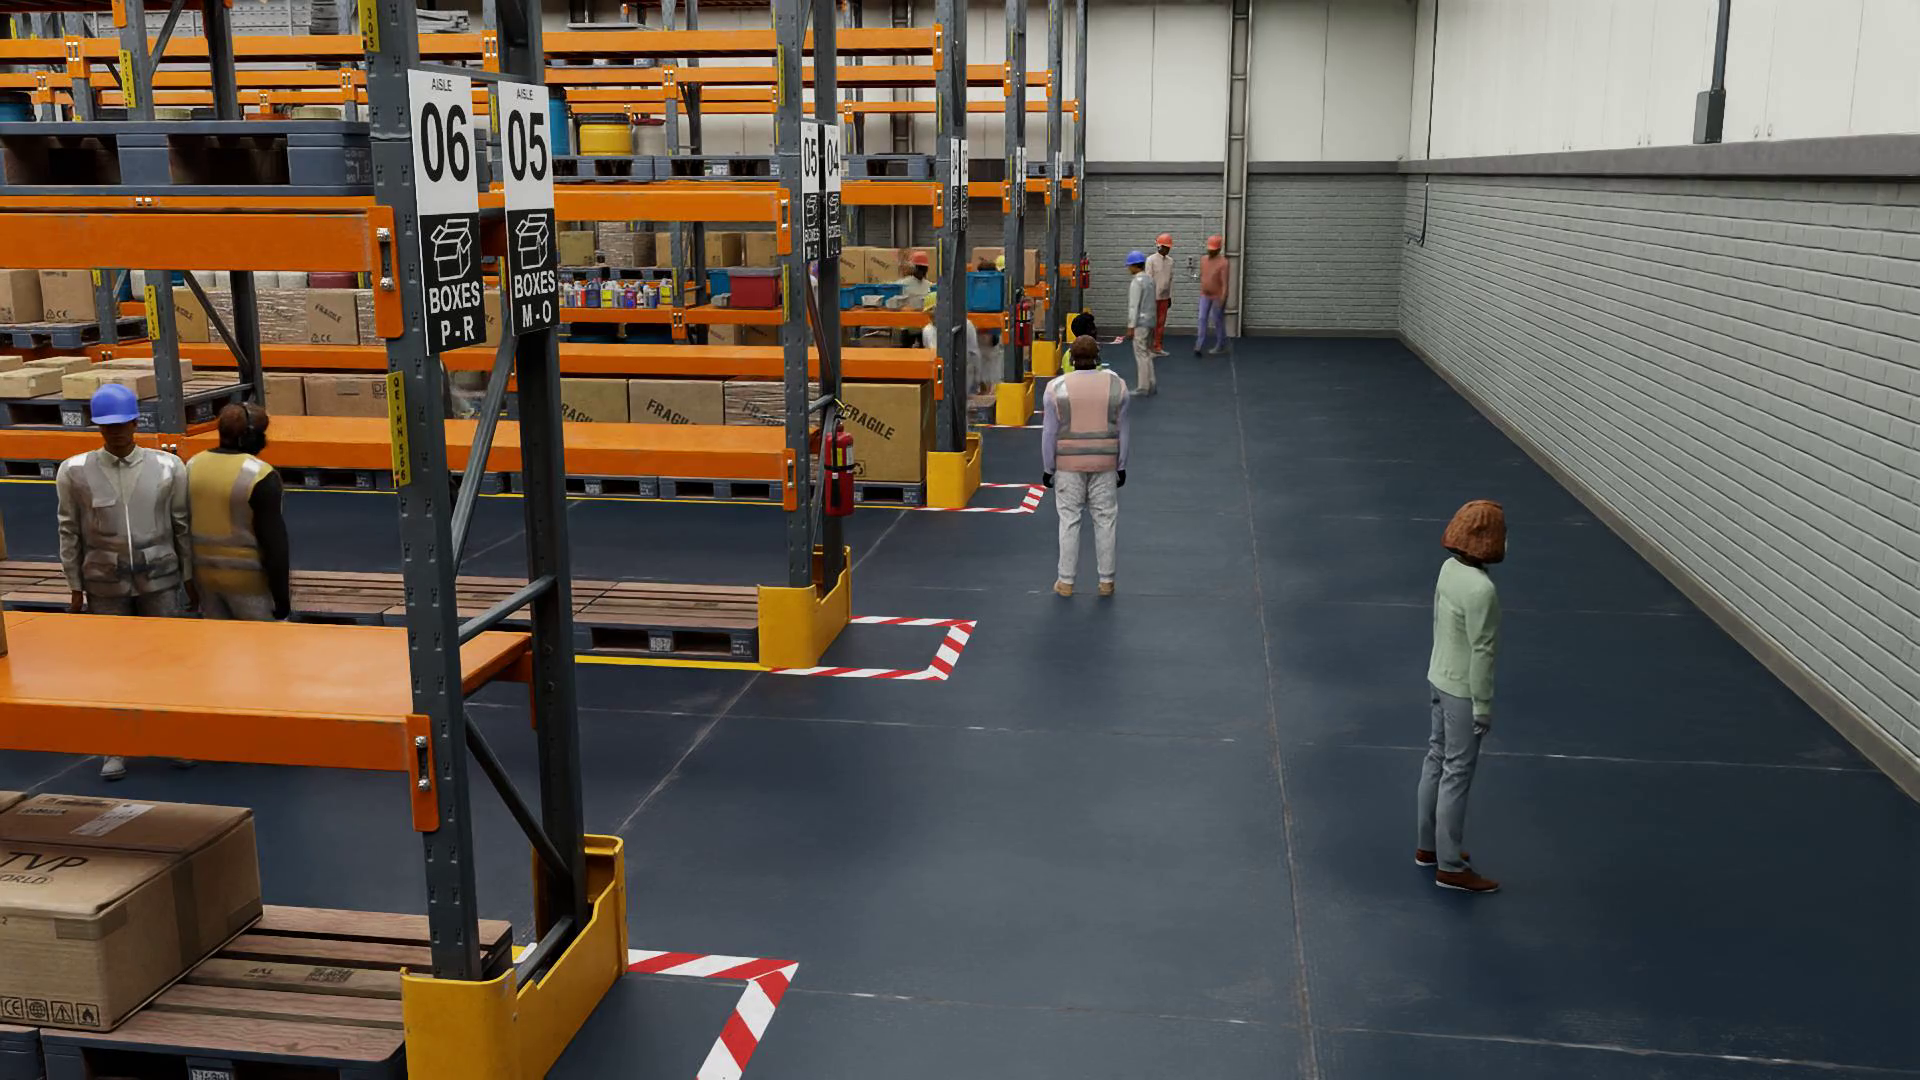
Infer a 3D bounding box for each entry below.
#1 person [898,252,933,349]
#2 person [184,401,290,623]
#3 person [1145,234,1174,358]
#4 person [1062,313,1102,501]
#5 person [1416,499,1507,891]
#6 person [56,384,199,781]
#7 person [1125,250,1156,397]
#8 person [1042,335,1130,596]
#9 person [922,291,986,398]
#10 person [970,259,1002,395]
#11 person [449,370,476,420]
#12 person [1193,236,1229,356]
[{"bbox_3d":[-0.587,-2.738,21.519,0.635,1.953,0.989,-8,15,-32],"label":"person"},{"bbox_3d":[-3.635,0.211,8.422,0.649,1.826,0.434,5,13,21],"label":"person"},{"bbox_3d":[3.213,-3.908,26.677,0.598,1.977,0.434,-10,16,-39],"label":"person"},{"bbox_3d":[1.115,-1.212,15.120,0.318,1.700,0.537,7,14,30],"label":"person"},{"bbox_3d":[2.102,0.633,6.937,0.285,1.633,0.501,0,12,-2],"label":"person"},{"bbox_3d":[-4.072,0.199,8.185,0.602,1.949,0.388,-7,14,-29],"label":"person"},{"bbox_3d":[2.386,-2.870,22.074,0.434,1.933,0.623,6,14,24],"label":"person"},{"bbox_3d":[0.874,-0.513,11.657,0.621,1.837,0.429,-1,13,-4],"label":"person"},{"bbox_3d":[-0.106,-1.585,16.646,0.668,1.777,0.621,10,16,38],"label":"person"},{"bbox_3d":[0.347,-2.708,21.556,0.429,1.839,0.635,-6,14,-26],"label":"person"},{"bbox_3d":[-5.942,-2.102,19.319,0.361,1.623,0.515,-5,14,-23],"label":"person"},{"bbox_3d":[4.067,-3.931,26.863,0.635,1.924,0.994,11,17,41],"label":"person"}]
